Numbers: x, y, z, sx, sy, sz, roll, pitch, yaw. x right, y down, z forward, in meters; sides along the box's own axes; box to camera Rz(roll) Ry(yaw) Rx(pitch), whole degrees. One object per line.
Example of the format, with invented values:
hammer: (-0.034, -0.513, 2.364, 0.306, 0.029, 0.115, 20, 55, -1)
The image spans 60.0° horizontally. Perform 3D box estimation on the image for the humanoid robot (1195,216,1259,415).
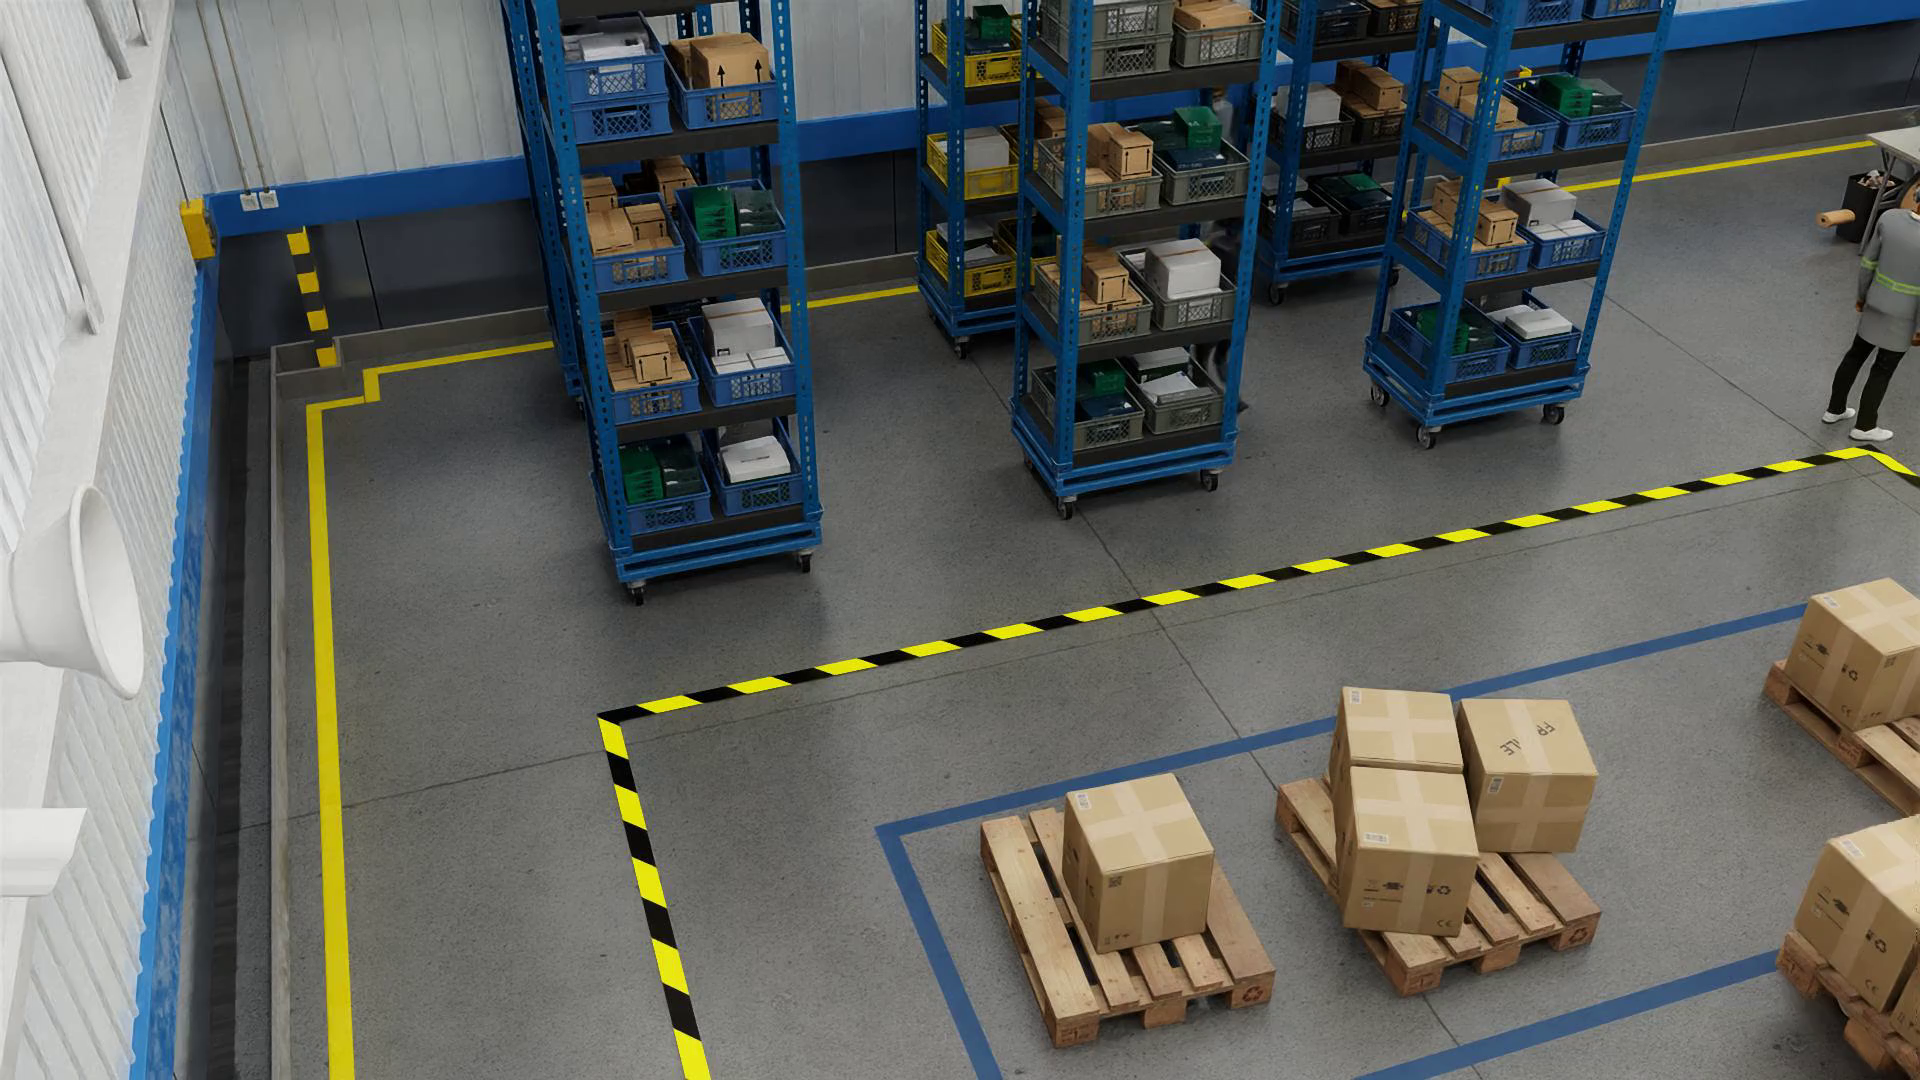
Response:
humanoid robot: (1.706, -1.456, 10.906, 0.600, 1.650, 0.423, -19, 40, -25)

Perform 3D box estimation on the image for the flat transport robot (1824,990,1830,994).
flat transport robot: (4.275, 2.101, 7.053, 0.652, 0.197, 1.431, -11, 37, -15)

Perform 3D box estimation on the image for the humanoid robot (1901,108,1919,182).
humanoid robot: (8.367, -3.723, 14.073, 0.536, 1.790, 0.719, -18, 39, -24)

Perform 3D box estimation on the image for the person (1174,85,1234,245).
person: (1.772, -2.572, 12.277, 0.400, 1.920, 0.712, 28, 44, 33)

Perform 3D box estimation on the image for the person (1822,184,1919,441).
person: (6.098, -1.513, 10.827, 0.378, 1.852, 0.596, -12, 37, -17)
